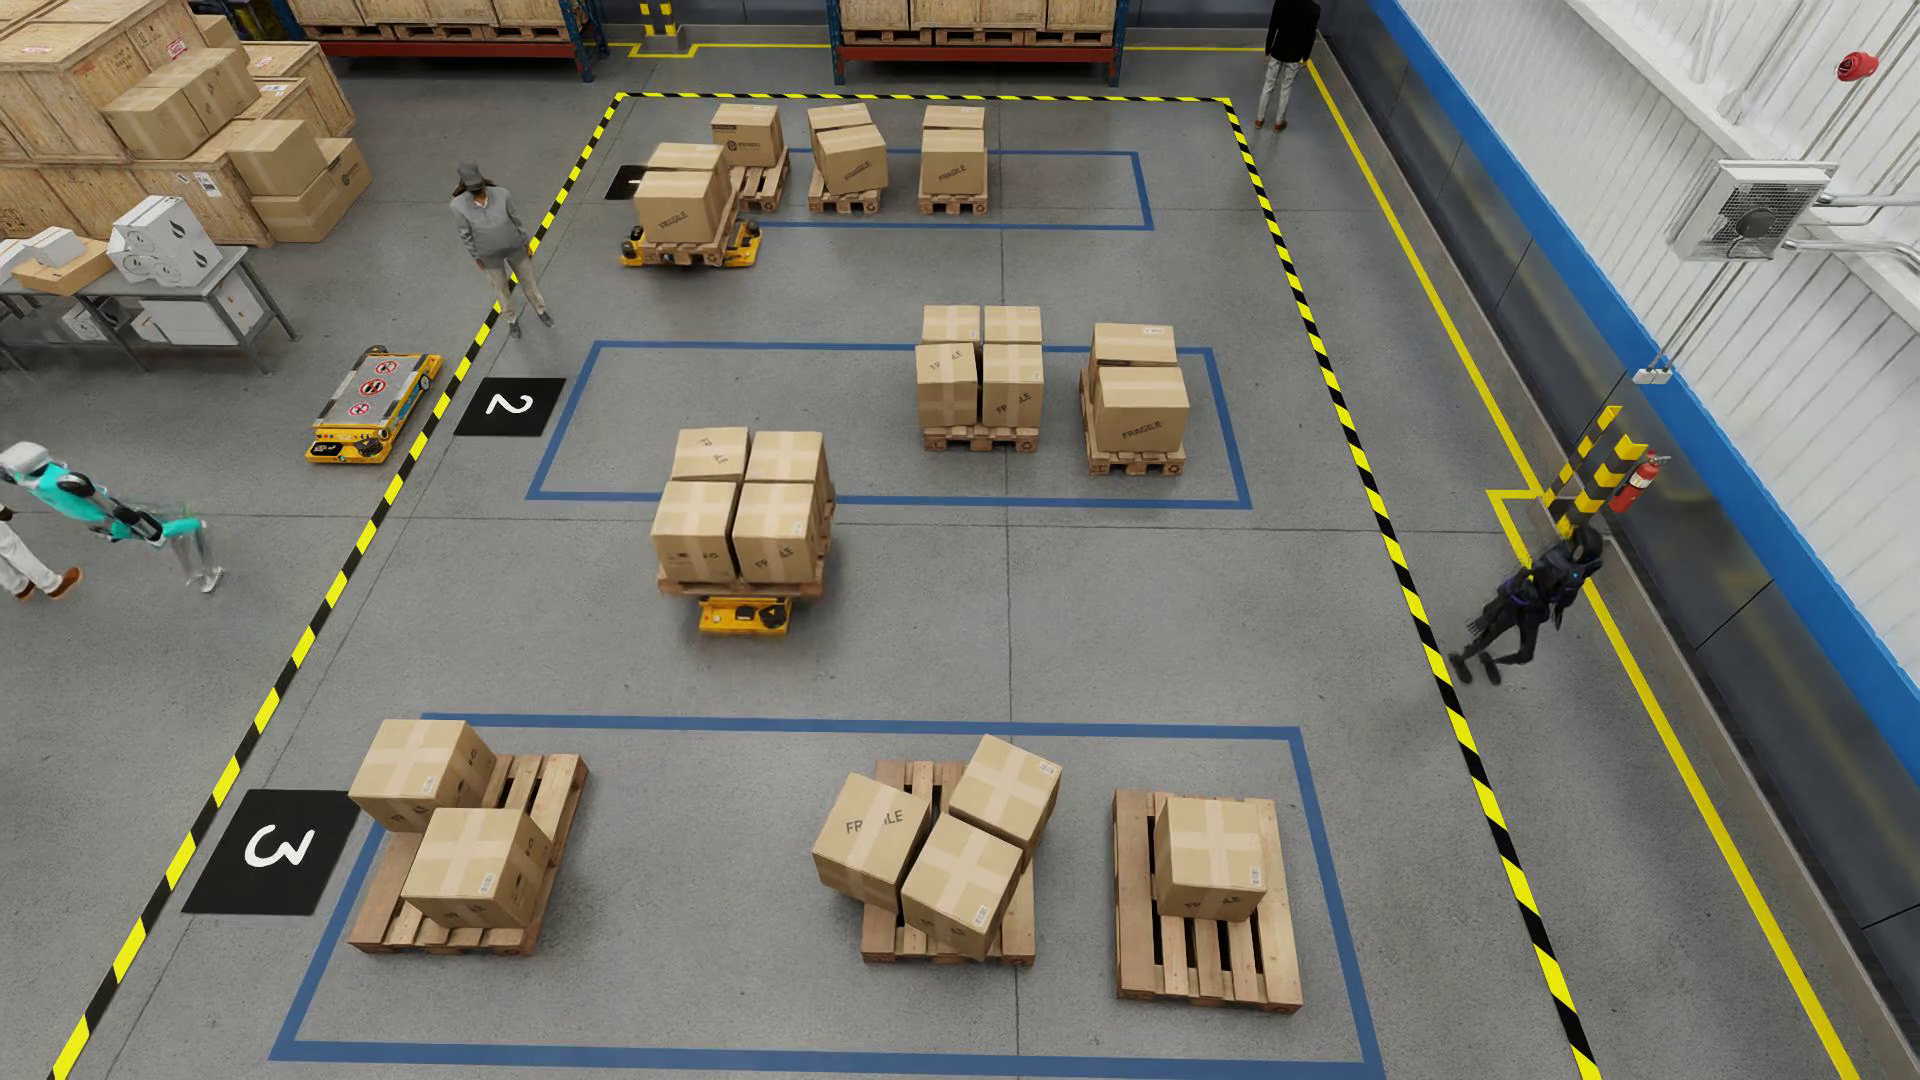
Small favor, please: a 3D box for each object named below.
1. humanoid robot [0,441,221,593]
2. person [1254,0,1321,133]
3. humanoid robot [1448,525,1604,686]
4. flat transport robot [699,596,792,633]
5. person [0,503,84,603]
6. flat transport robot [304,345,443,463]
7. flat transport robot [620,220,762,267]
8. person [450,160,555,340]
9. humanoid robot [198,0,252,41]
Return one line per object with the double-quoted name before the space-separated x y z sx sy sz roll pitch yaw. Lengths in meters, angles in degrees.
"humanoid robot" -5.864 -0.186 6.571 0.559 1.774 0.787 7 50 6
"person" 4.081 -6.074 11.449 0.587 1.884 0.361 22 53 17
"humanoid robot" 3.725 0.453 6.056 0.614 1.646 0.377 -6 50 -5
"flat transport robot" -1.614 0.094 7.269 0.652 0.197 1.431 1 50 1
"person" -7.138 -0.223 6.506 0.580 1.878 0.360 -4 50 -3
"flat transport robot" -5.383 -1.269 8.441 0.659 0.231 1.431 1 50 1
"flat transport robot" -2.962 -3.302 10.143 1.431 0.197 0.652 1 50 1
"person" -4.367 -2.766 8.722 0.564 1.769 0.394 -27 55 -21
"humanoid robot" -9.283 -6.409 11.869 0.522 1.636 0.610 1 50 1
